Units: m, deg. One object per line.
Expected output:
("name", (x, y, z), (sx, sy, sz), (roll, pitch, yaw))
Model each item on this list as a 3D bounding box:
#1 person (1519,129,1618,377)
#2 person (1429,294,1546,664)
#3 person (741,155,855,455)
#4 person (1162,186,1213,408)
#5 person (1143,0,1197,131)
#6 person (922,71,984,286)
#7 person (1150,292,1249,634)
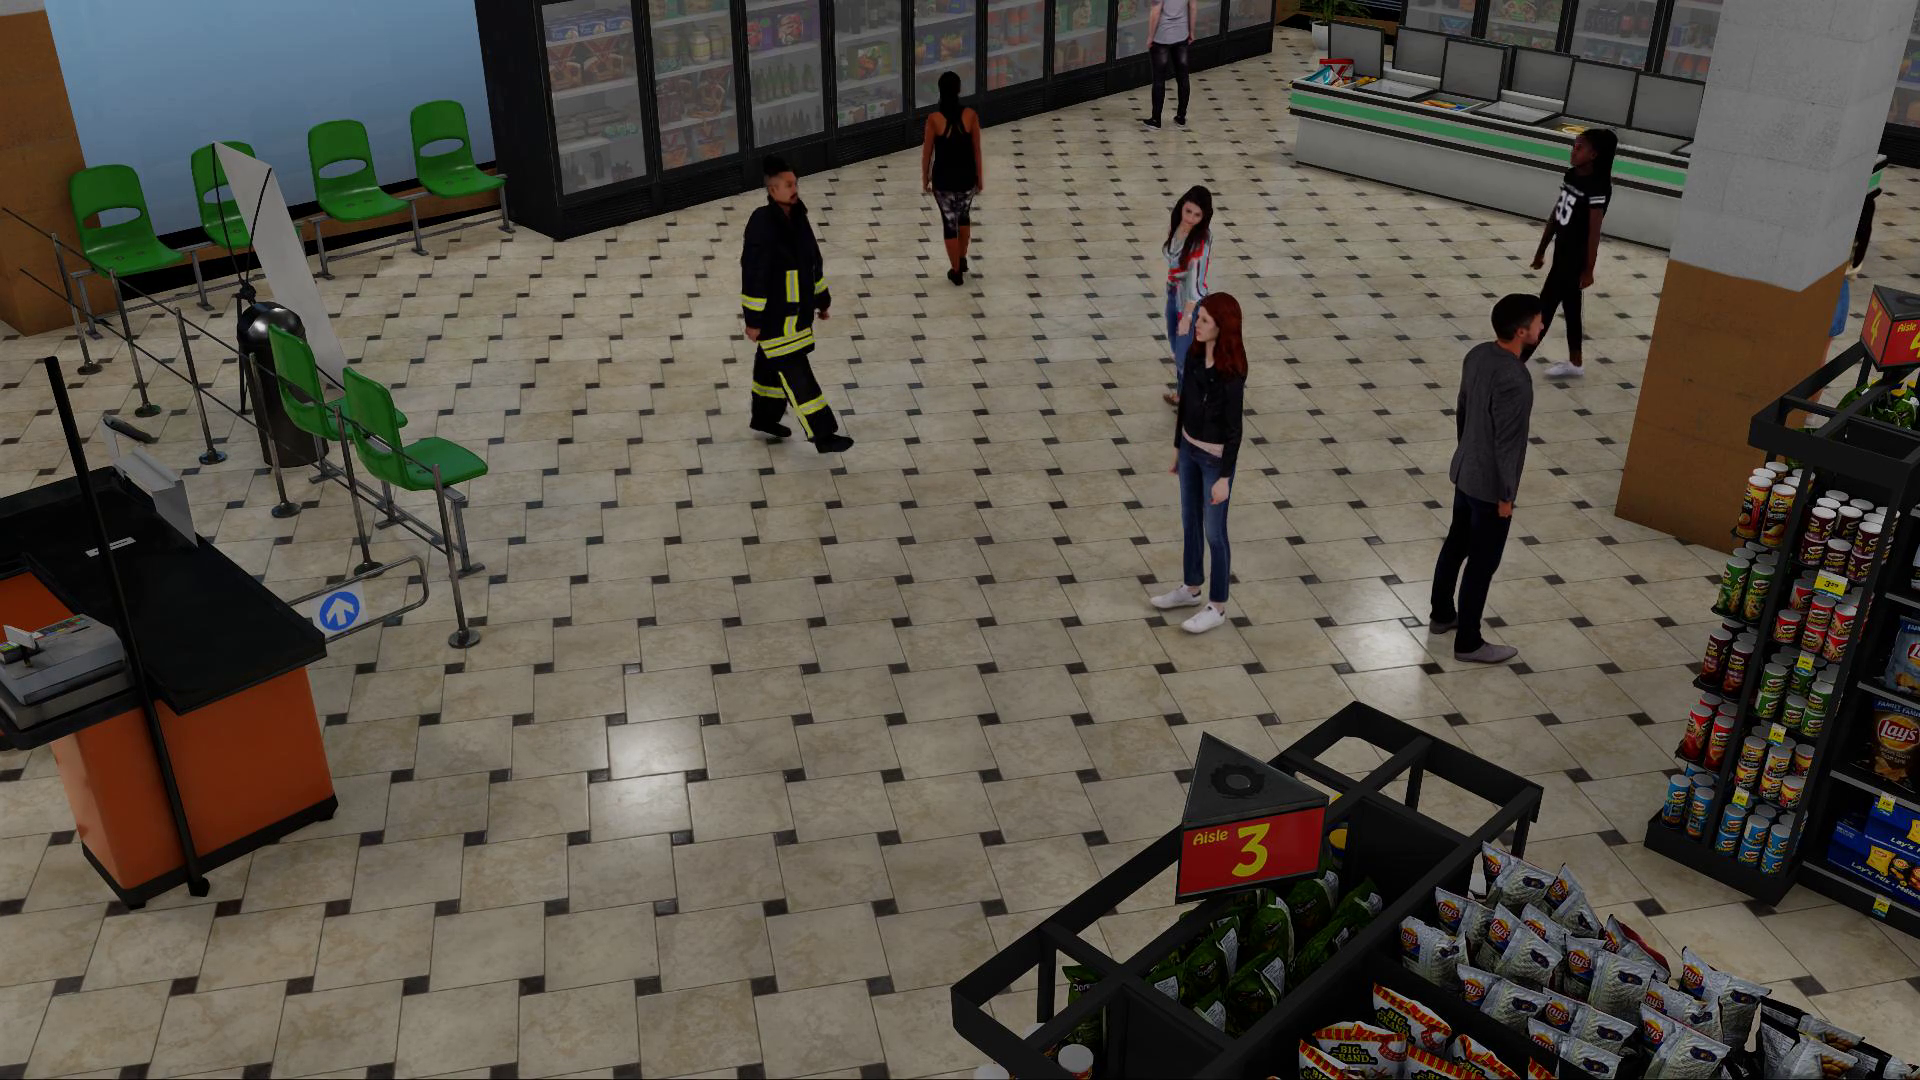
("person", (4.152, -1.871, 11.087), (1.041, 1.709, 1.011), (-2, 29, -4))
("person", (2.548, -0.302, 8.040), (0.841, 1.874, 0.746), (-5, 29, -8))
("person", (-1.151, -1.430, 10.151), (1.197, 1.830, 1.012), (13, 31, 22))
("person", (1.441, -1.500, 10.525), (0.863, 1.596, 0.683), (-4, 29, -6))
("person", (2.134, -5.131, 16.923), (0.760, 1.836, 0.745), (-9, 30, -16))
("person", (-0.028, -2.756, 12.764), (0.714, 1.653, 0.736), (-7, 29, -12))
("person", (1.227, -0.379, 8.272), (0.697, 1.787, 0.552), (-14, 32, -24))
